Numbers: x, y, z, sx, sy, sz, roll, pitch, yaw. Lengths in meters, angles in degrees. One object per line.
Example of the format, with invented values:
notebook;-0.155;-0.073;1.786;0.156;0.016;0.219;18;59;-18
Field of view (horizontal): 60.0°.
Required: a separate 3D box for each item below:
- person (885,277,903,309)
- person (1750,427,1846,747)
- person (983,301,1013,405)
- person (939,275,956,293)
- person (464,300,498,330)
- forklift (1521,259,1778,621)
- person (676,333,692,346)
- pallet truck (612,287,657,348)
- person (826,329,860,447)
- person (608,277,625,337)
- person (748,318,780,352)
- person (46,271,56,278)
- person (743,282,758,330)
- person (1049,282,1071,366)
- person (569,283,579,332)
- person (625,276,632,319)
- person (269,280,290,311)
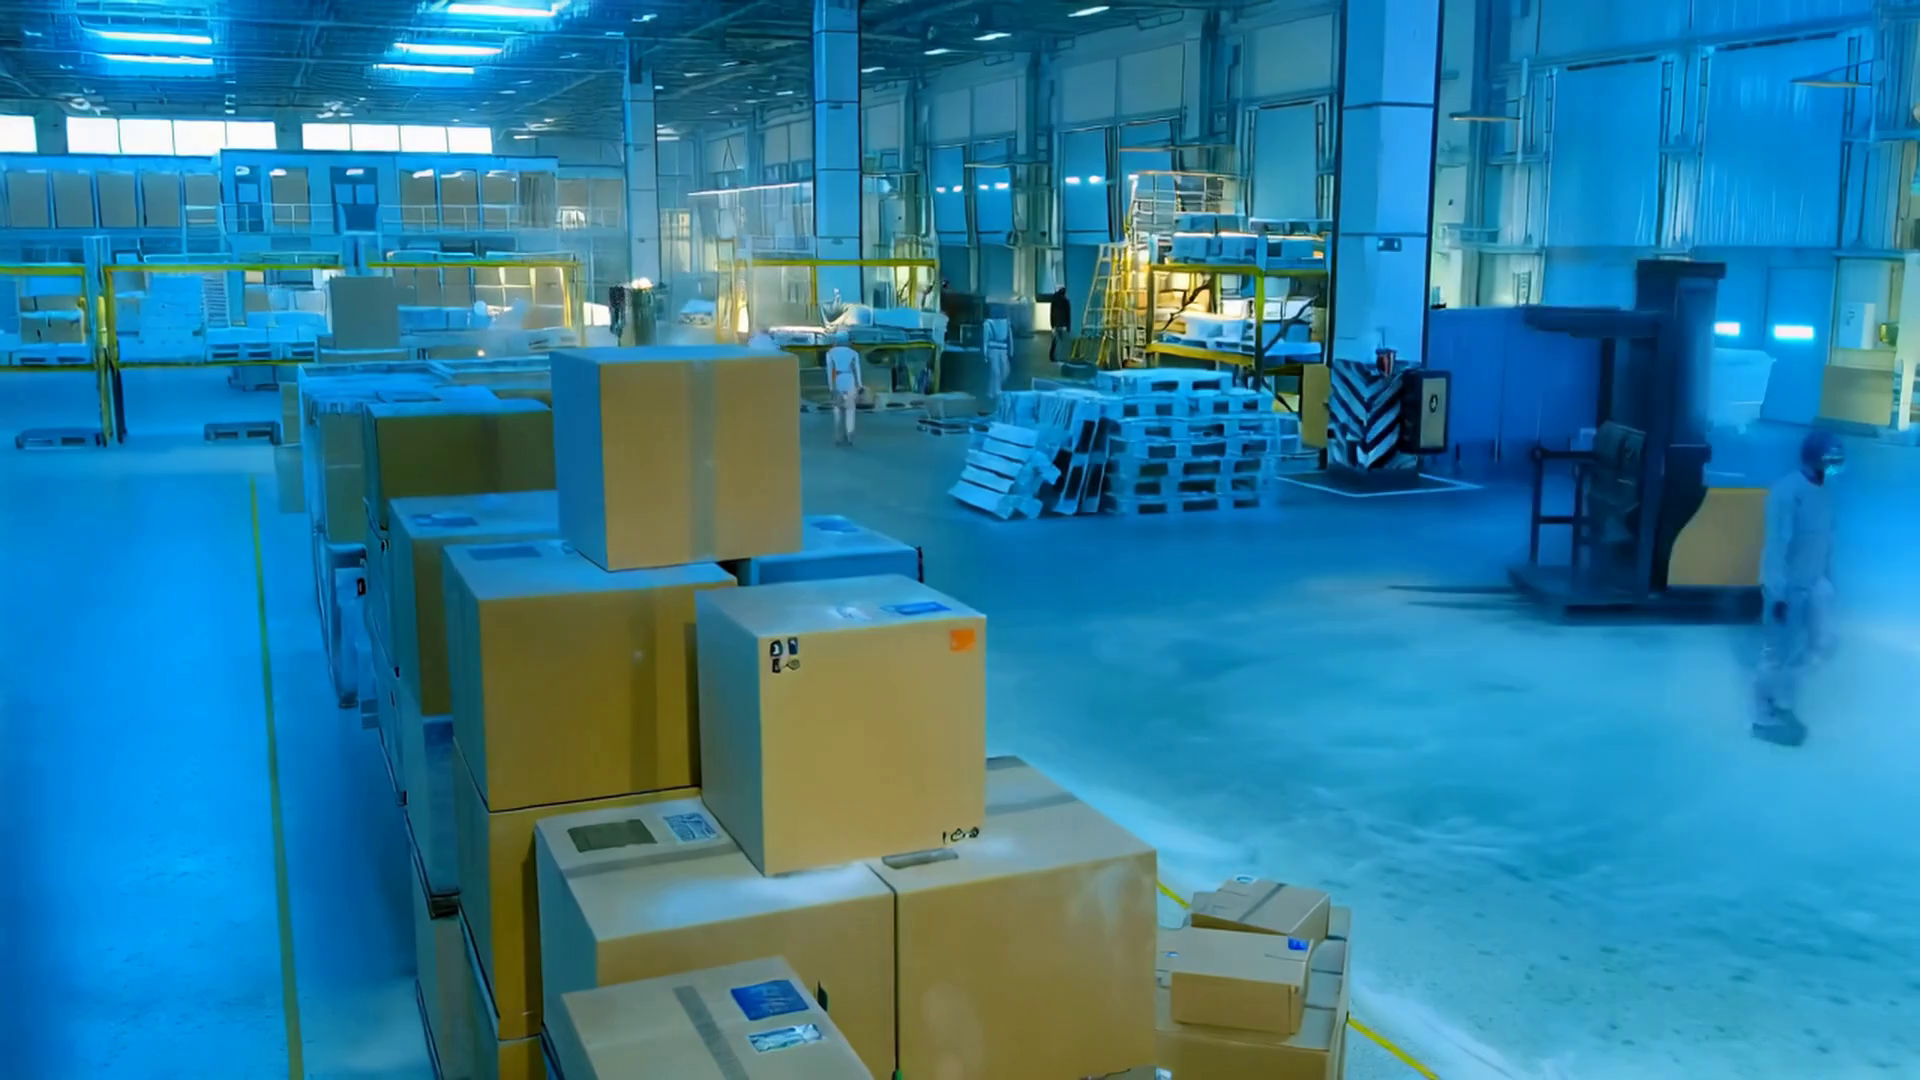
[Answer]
person;-2.039;-7.270;51.575;0.553;1.869;1.070;-3;11;-14
person;4.929;0.282;9.780;0.651;1.917;0.461;-6;12;-31
person;0.657;-3.383;30.111;0.581;1.870;0.601;-6;12;-30
person;-0.427;-7.168;50.940;0.601;1.890;0.956;1;10;6
person;-9.006;-3.586;31.314;0.627;1.844;0.429;-3;11;-17
forklift;5.627;-0.822;13.218;1.873;2.768;1.129;0;10;1
person;-3.554;-1.756;21.338;0.962;1.790;0.506;9;13;40
pallet truck;-6.464;-4.406;35.401;0.823;1.965;1.885;6;12;32
person;-1.695;-2.211;24.120;0.494;1.701;0.799;-1;10;-3
person;-10.460;-7.052;50.478;0.627;1.817;0.655;5;11;24
person;-2.761;-2.182;23.451;0.667;1.892;0.440;9;14;42
person;-28.068;-7.352;51.519;0.615;2.038;0.395;-4;11;-19
person;-6.631;-7.358;52.365;0.553;1.736;0.627;-5;11;-26
person;2.366;-5.103;39.309;0.618;1.982;0.405;-8;13;-38
person;-11.500;-6.806;49.463;0.318;1.697;0.533;0;10;1
person;-12.131;-9.146;61.666;0.601;1.949;0.385;2;10;10
person;-18.875;-6.283;46.146;0.538;1.858;0.387;-3;11;-14
